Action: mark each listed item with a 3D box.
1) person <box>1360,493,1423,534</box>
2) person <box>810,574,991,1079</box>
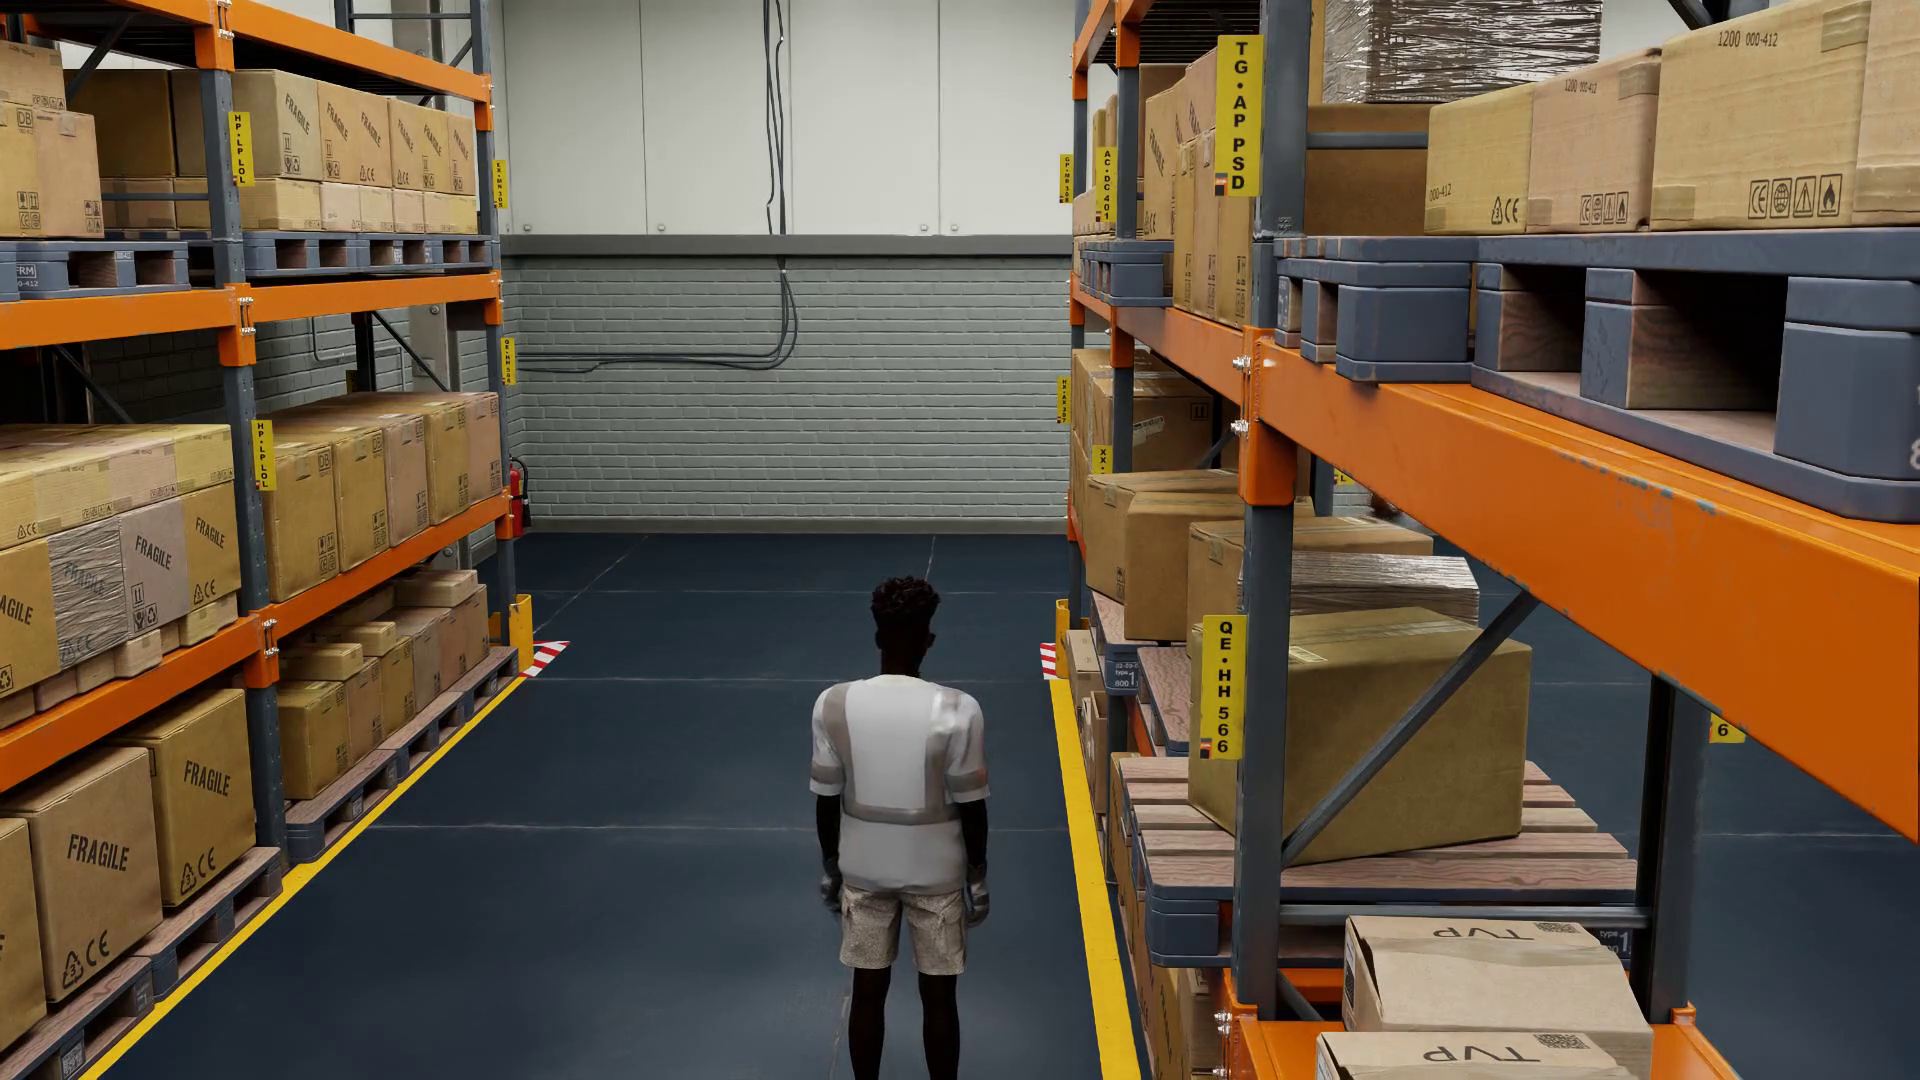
[{"bbox_3d":[2.675,0.377,10.446,0.520,1.620,0.341,-2,10,-13],"label":"person"},{"bbox_3d":[-0.184,1.086,5.534,0.600,1.958,0.387,3,10,15],"label":"person"}]
